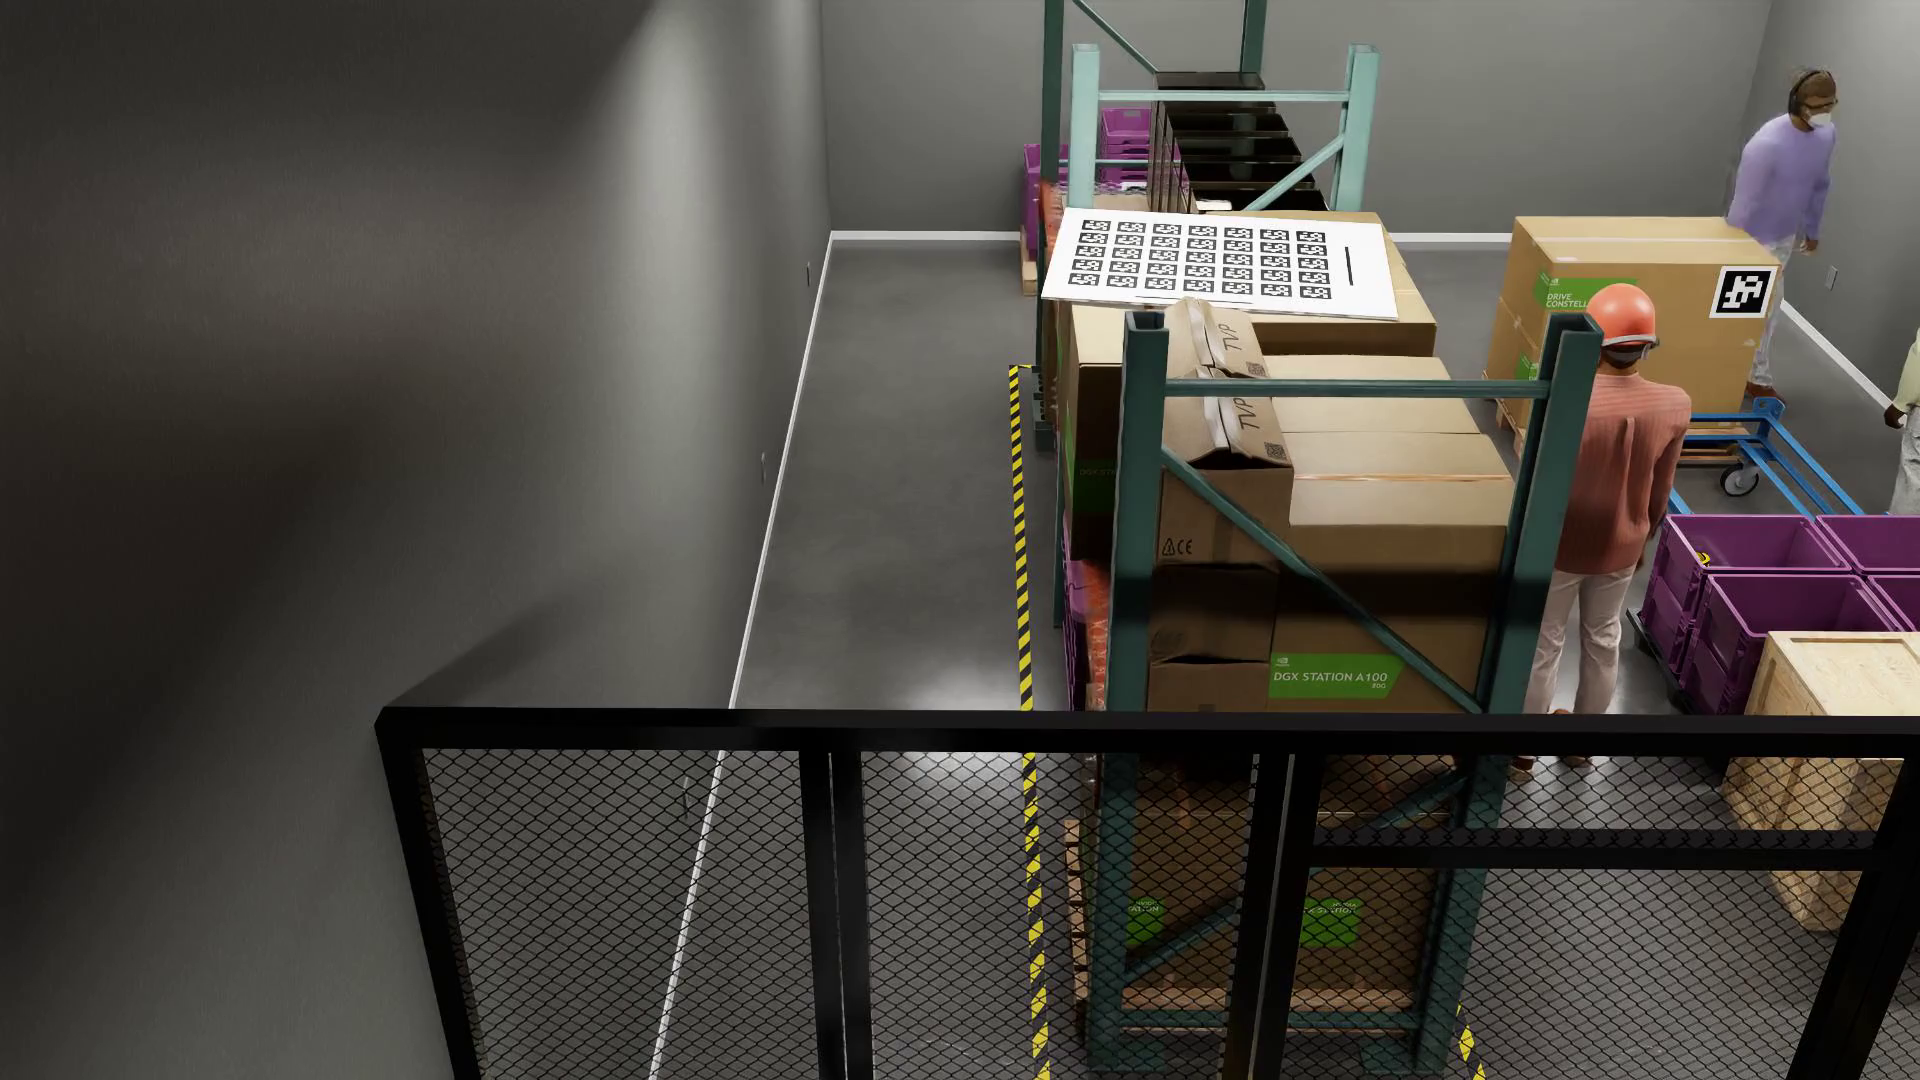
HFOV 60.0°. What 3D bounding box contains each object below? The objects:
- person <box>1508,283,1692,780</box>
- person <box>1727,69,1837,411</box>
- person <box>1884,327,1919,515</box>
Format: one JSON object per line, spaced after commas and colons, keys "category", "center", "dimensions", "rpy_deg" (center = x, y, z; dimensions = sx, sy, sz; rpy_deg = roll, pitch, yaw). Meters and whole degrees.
{"category": "person", "center": [2.289, 0.004, 6.157], "dimensions": [0.613, 1.992, 0.397], "rpy_deg": [-6, 32, -10]}
{"category": "person", "center": [4.306, -1.686, 9.069], "dimensions": [0.741, 1.889, 0.810], "rpy_deg": [-17, 35, -25]}
{"category": "person", "center": [4.444, -0.640, 7.391], "dimensions": [0.589, 1.822, 0.403], "rpy_deg": [2, 31, 3]}
